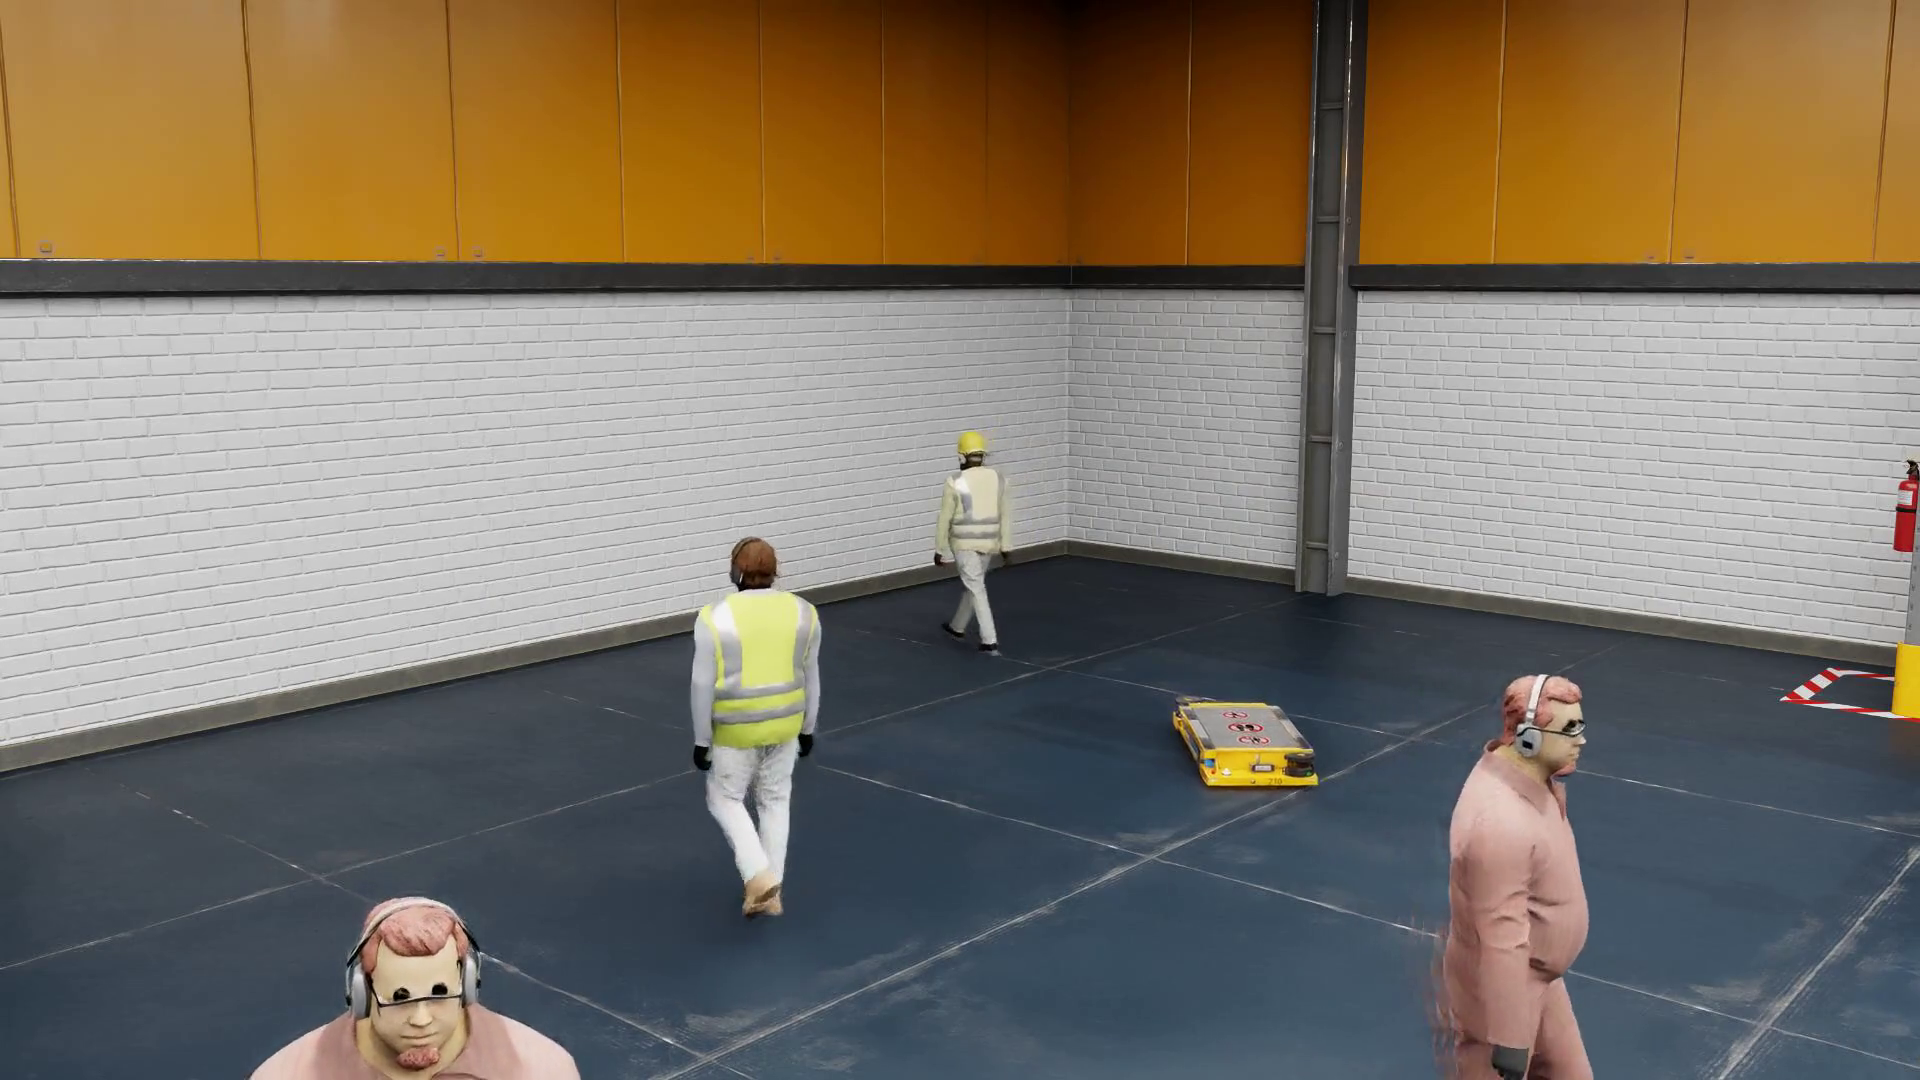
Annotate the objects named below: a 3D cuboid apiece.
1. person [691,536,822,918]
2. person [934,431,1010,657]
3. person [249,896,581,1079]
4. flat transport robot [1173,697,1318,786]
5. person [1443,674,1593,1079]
[{"bbox_3d":[-0.941,0.893,7.782,0.644,1.822,0.494,-5,10,-28],"label":"person"},{"bbox_3d":[0.082,0.017,13.423,0.613,1.784,0.954,-6,11,-33],"label":"person"},{"bbox_3d":[-1.005,1.593,3.153,0.681,1.893,0.459,-3,9,-17],"label":"person"},{"bbox_3d":[1.763,1.246,10.428,0.652,0.197,1.431,0,9,-1],"label":"flat transport robot"},{"bbox_3d":[1.646,1.316,4.928,0.494,1.887,0.675,4,10,24],"label":"person"}]
